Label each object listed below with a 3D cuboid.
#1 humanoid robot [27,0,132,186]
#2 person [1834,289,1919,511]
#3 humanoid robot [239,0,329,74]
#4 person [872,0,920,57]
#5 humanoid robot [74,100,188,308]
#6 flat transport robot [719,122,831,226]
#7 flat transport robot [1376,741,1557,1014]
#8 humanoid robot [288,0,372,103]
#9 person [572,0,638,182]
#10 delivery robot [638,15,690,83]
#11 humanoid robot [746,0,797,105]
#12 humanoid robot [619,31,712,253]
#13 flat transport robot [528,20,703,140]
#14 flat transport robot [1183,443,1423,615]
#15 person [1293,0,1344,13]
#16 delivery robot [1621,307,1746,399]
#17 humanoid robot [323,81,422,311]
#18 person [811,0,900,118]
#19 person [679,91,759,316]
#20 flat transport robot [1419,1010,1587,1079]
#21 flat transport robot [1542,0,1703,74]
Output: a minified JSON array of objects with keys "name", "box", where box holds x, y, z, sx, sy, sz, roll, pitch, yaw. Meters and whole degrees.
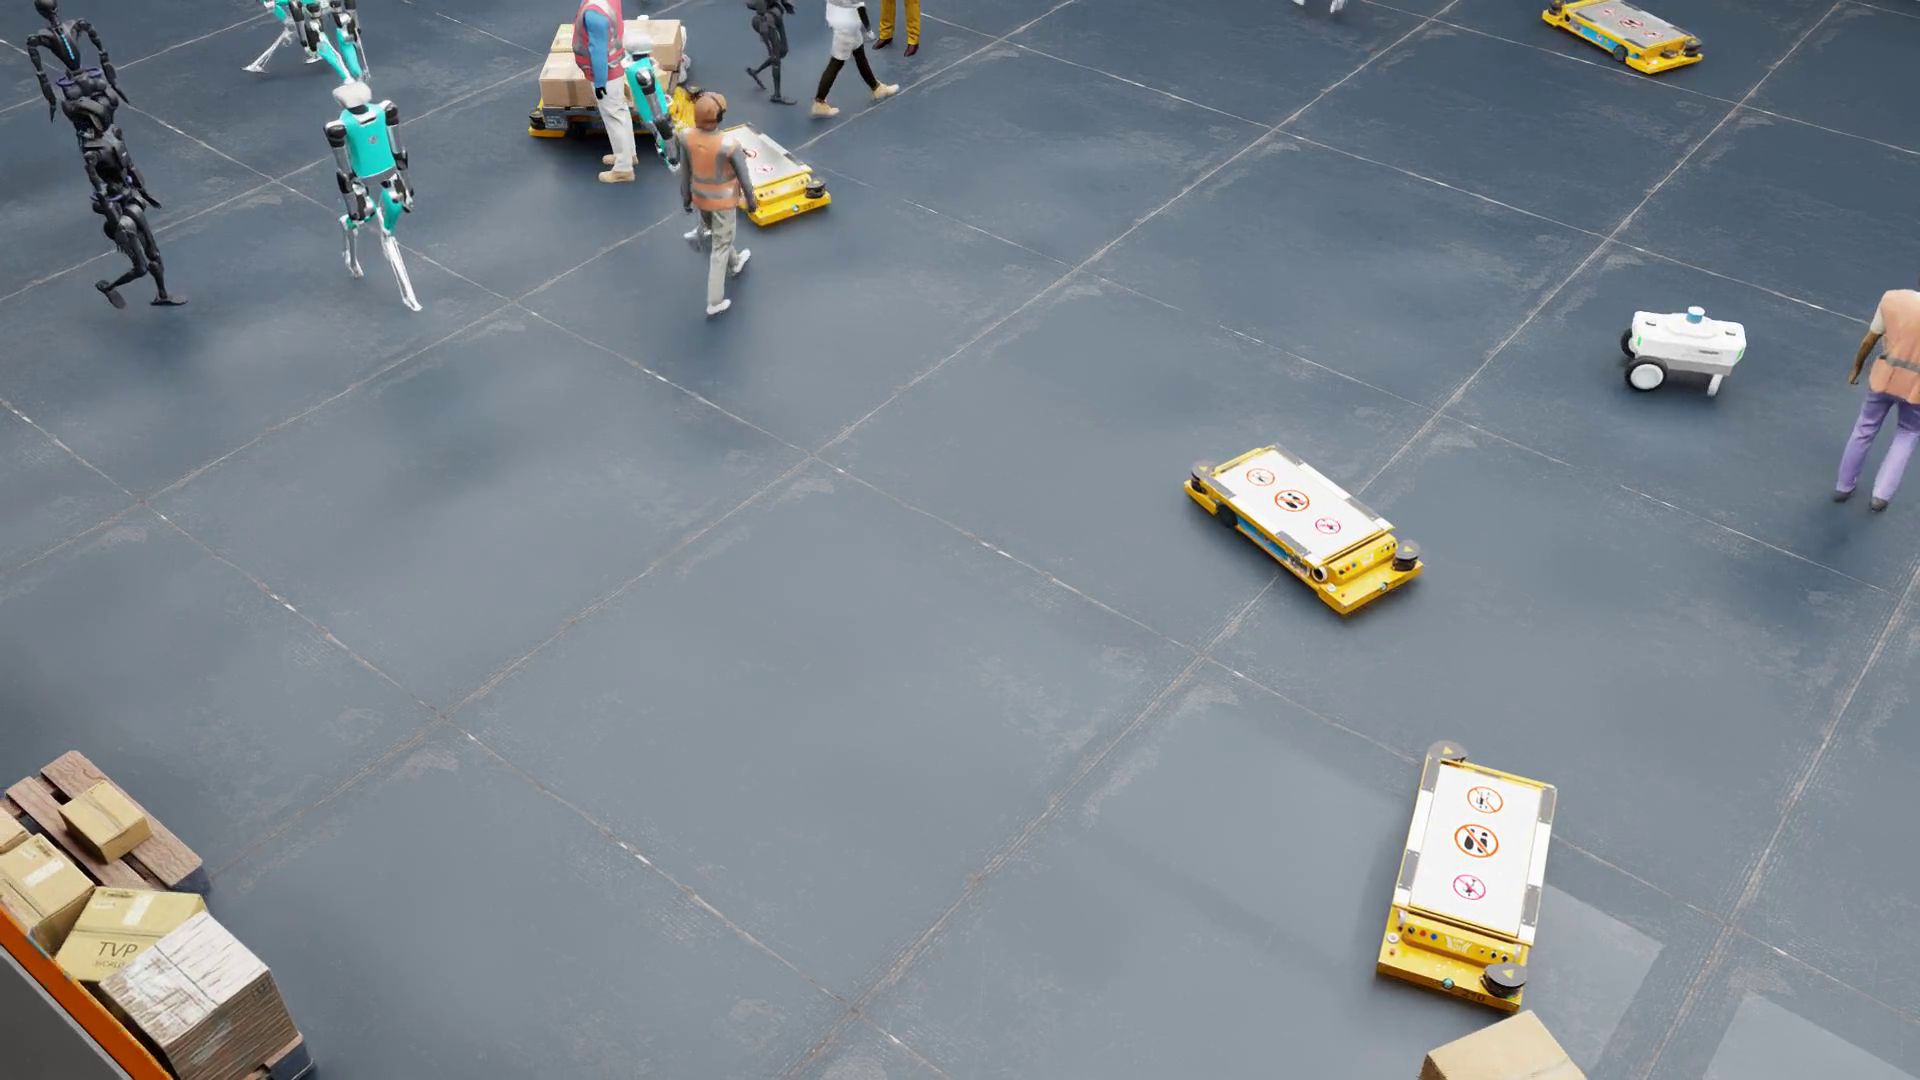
[{"name":"humanoid robot","box":[-6.890,-3.510,13.117,0.601,1.642,0.459,-28,48,-29]},{"name":"person","box":[5.653,-0.933,9.966,0.602,1.827,0.478,23,45,25]},{"name":"humanoid robot","box":[-6.074,-4.963,14.806,1.043,1.738,0.550,-24,46,-25]},{"name":"person","box":[-0.582,-5.302,15.169,0.522,1.751,0.342,20,44,22]},{"name":"humanoid robot","box":[-5.993,-2.363,11.775,0.502,1.644,0.589,0,40,0]},{"name":"flat transport robot","box":[-1.716,-3.028,13.640,0.659,0.231,1.431,-25,46,-26]},{"name":"flat transport robot","box":[2.516,1.613,8.181,0.659,0.231,1.431,14,42,16]},{"name":"humanoid robot","box":[-5.132,-4.104,13.820,0.532,1.779,1.034,-25,46,-26]},{"name":"person","box":[-2.854,-3.769,13.309,0.431,1.837,0.629,-2,40,-2]},{"name":"delivery robot","box":[-2.856,-4.457,15.104,0.802,0.600,0.499,0,40,0]},{"name":"humanoid robot","box":[-1.694,-4.633,14.449,0.507,1.645,0.599,10,41,11]},{"name":"humanoid robot","box":[-2.044,-2.957,12.460,0.825,1.812,0.542,-15,43,-17]},{"name":"flat transport robot","box":[-2.983,-3.734,14.471,1.431,0.231,0.659,0,40,0]},{"name":"flat transport robot","box":[2.090,-0.118,10.217,0.659,0.231,1.431,-24,46,-26]},{"name":"person","box":[3.493,-5.905,15.914,0.495,1.701,0.705,-12,42,-14]},{"name":"delivery robot","box":[4.948,-1.325,11.405,0.752,0.581,0.517,9,41,10]},{"name":"humanoid robot","box":[-4.334,-2.545,11.954,0.947,1.768,0.543,32,50,32]},{"name":"person","box":[-0.937,-4.445,14.238,0.887,1.643,0.545,-16,43,-18]},{"name":"person","box":[-1.712,-2.455,11.943,0.525,1.594,0.835,19,44,21]},{"name":"flat transport robot","box":[2.051,2.953,6.605,0.659,0.231,1.431,-16,43,-18]},{"name":"flat transport robot","box":[6.265,-4.815,15.742,0.659,0.231,1.431,-18,44,-20]}]
